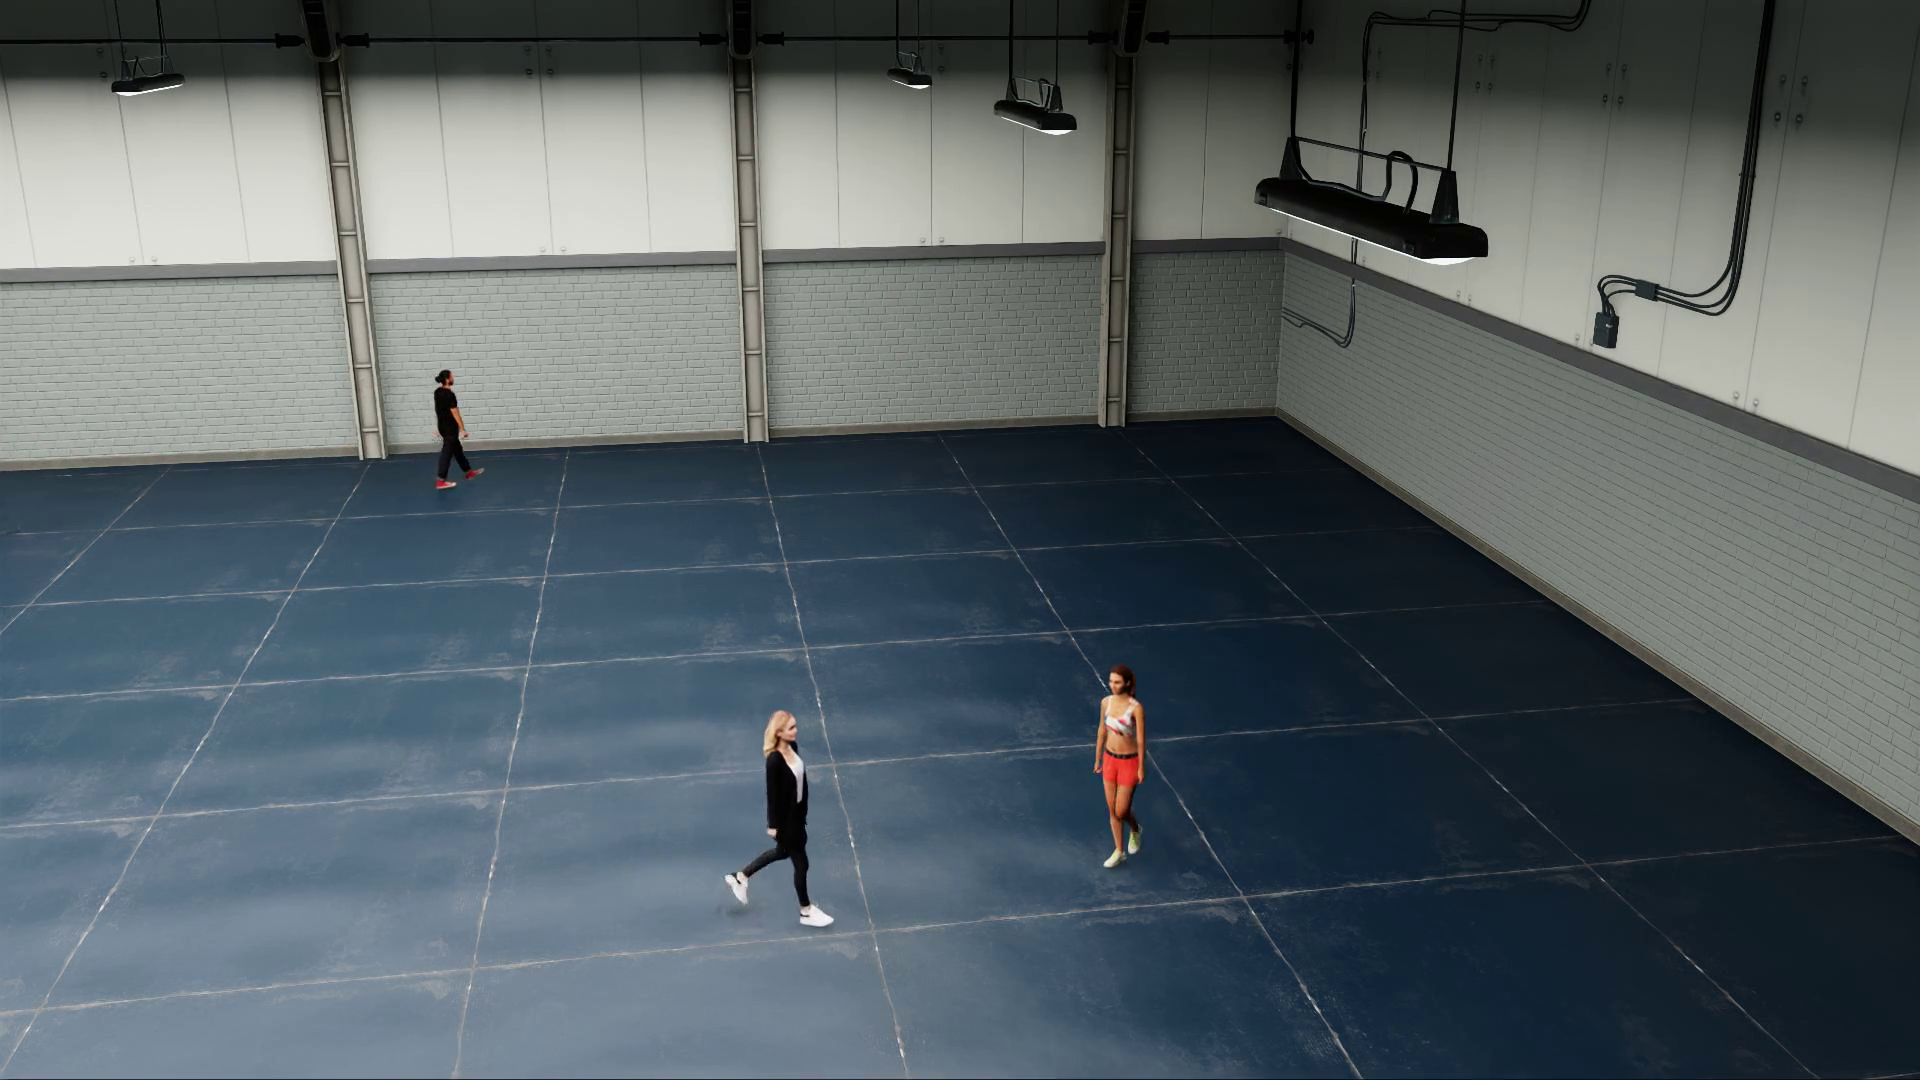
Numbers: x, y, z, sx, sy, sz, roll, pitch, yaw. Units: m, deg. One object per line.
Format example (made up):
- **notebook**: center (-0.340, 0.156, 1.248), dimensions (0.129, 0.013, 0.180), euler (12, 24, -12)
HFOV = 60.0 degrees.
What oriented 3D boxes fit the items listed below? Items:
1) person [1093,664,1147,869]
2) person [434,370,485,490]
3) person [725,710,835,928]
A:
- **person**: center (1.379, 1.832, 13.696), dimensions (0.772, 1.780, 0.833), euler (14, 22, 36)
- **person**: center (-7.546, -1.587, 24.282), dimensions (1.139, 1.727, 0.955), euler (-14, 23, -36)
- **person**: center (-1.417, 2.133, 12.776), dimensions (1.207, 1.778, 0.917), euler (4, 19, 13)
